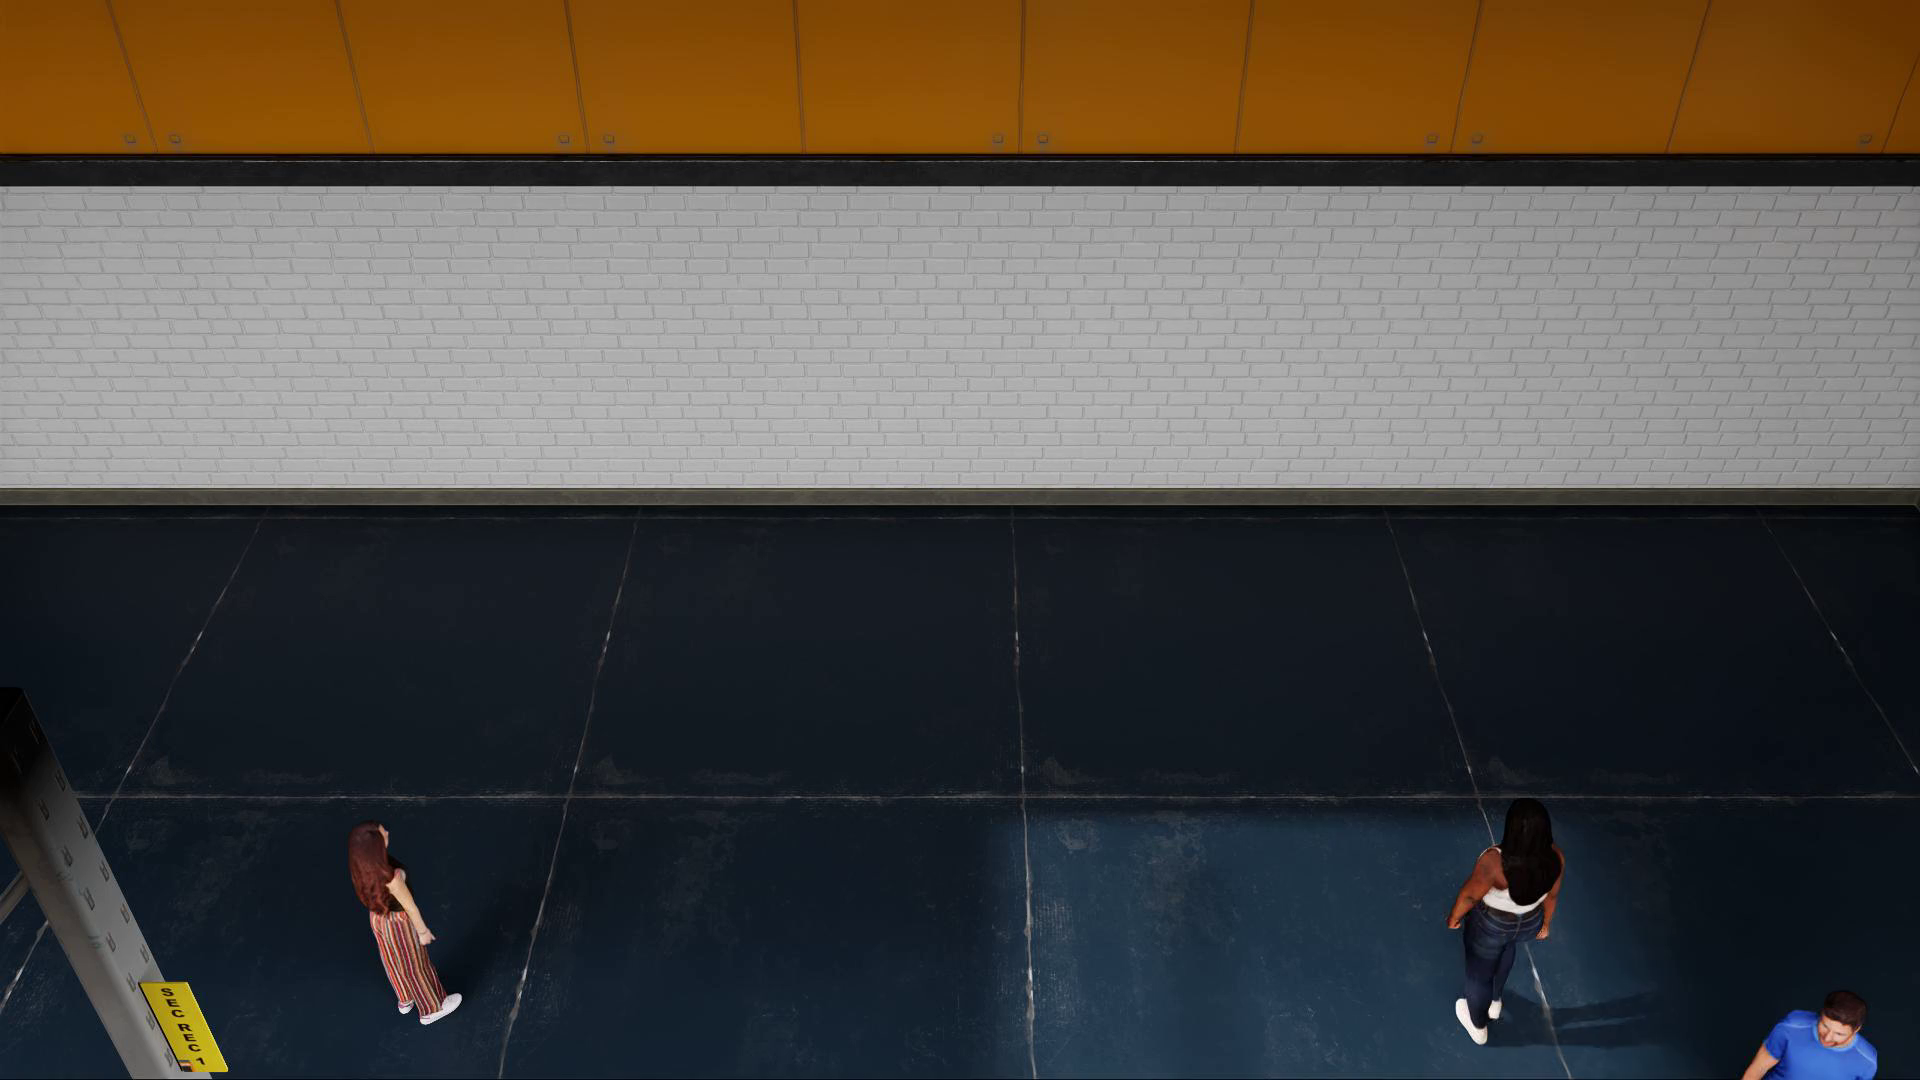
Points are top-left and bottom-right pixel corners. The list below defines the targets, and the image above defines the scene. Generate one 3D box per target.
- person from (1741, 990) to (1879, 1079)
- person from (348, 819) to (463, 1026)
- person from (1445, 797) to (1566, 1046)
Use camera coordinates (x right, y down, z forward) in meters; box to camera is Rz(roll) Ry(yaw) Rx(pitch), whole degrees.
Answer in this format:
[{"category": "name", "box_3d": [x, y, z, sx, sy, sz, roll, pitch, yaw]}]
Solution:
[{"category": "person", "box_3d": [4.141, 2.745, 8.176, 1.041, 1.836, 1.119, 30, 47, 32]}, {"category": "person", "box_3d": [-3.124, 2.100, 9.202, 0.643, 1.562, 0.677, 23, 44, 26]}, {"category": "person", "box_3d": [2.975, 2.133, 8.974, 0.716, 1.795, 0.700, -6, 39, -7]}]
